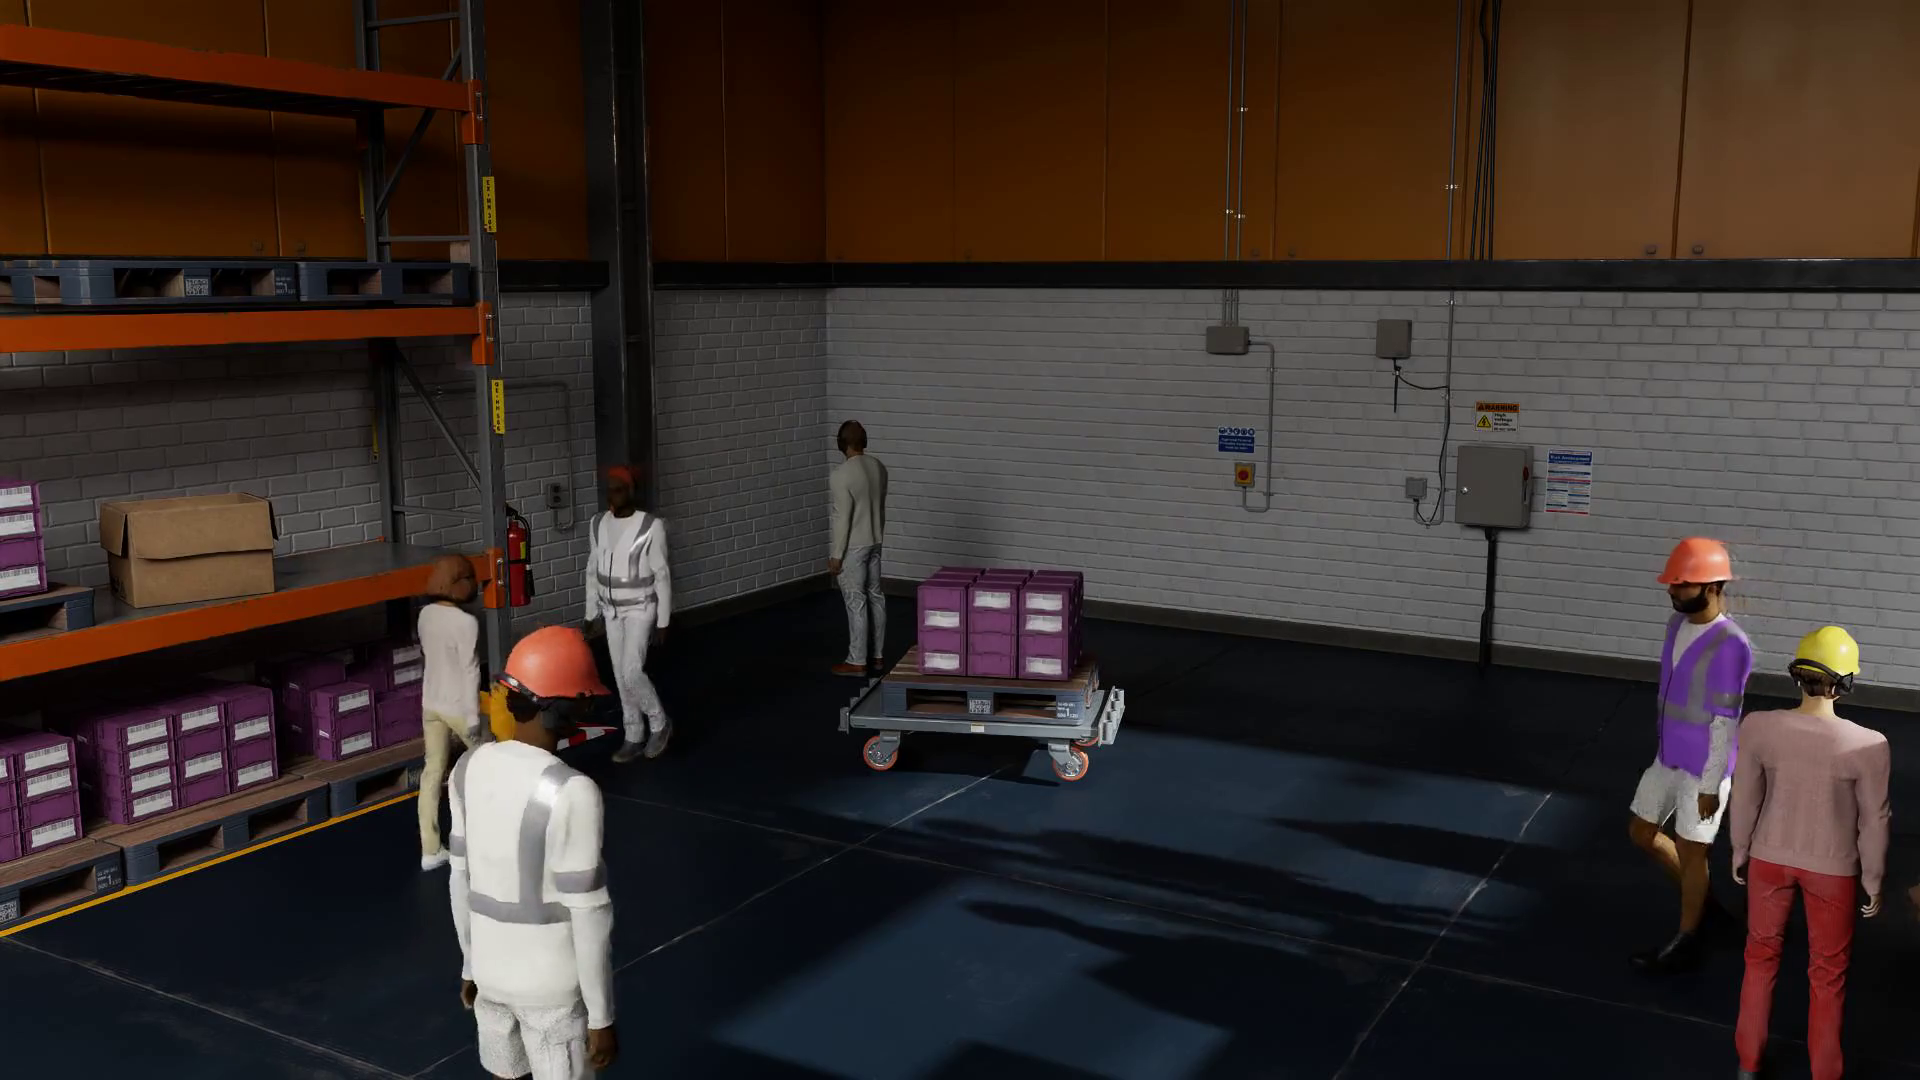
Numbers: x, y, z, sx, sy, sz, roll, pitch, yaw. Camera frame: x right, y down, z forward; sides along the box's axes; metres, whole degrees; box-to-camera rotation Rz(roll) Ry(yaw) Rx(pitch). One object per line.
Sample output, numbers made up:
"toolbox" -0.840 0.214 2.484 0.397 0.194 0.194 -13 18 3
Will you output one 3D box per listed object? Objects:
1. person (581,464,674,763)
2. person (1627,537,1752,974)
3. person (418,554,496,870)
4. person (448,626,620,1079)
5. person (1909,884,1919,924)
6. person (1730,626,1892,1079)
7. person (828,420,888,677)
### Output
"person" -2.060 0.462 10.256 0.574 1.868 0.411 6 11 31
"person" 3.124 0.937 7.132 0.409 1.925 0.574 -1 9 -5
"person" -2.521 0.859 8.579 0.521 1.604 0.728 7 11 37
"person" -1.222 1.251 4.868 0.660 2.018 0.466 7 12 39
"person" 4.731 0.961 7.383 0.763 1.808 0.663 5 10 28
"person" 3.096 1.185 6.081 0.533 1.767 0.326 8 12 42
"person" -0.778 0.064 12.551 0.378 1.937 0.629 6 11 32
